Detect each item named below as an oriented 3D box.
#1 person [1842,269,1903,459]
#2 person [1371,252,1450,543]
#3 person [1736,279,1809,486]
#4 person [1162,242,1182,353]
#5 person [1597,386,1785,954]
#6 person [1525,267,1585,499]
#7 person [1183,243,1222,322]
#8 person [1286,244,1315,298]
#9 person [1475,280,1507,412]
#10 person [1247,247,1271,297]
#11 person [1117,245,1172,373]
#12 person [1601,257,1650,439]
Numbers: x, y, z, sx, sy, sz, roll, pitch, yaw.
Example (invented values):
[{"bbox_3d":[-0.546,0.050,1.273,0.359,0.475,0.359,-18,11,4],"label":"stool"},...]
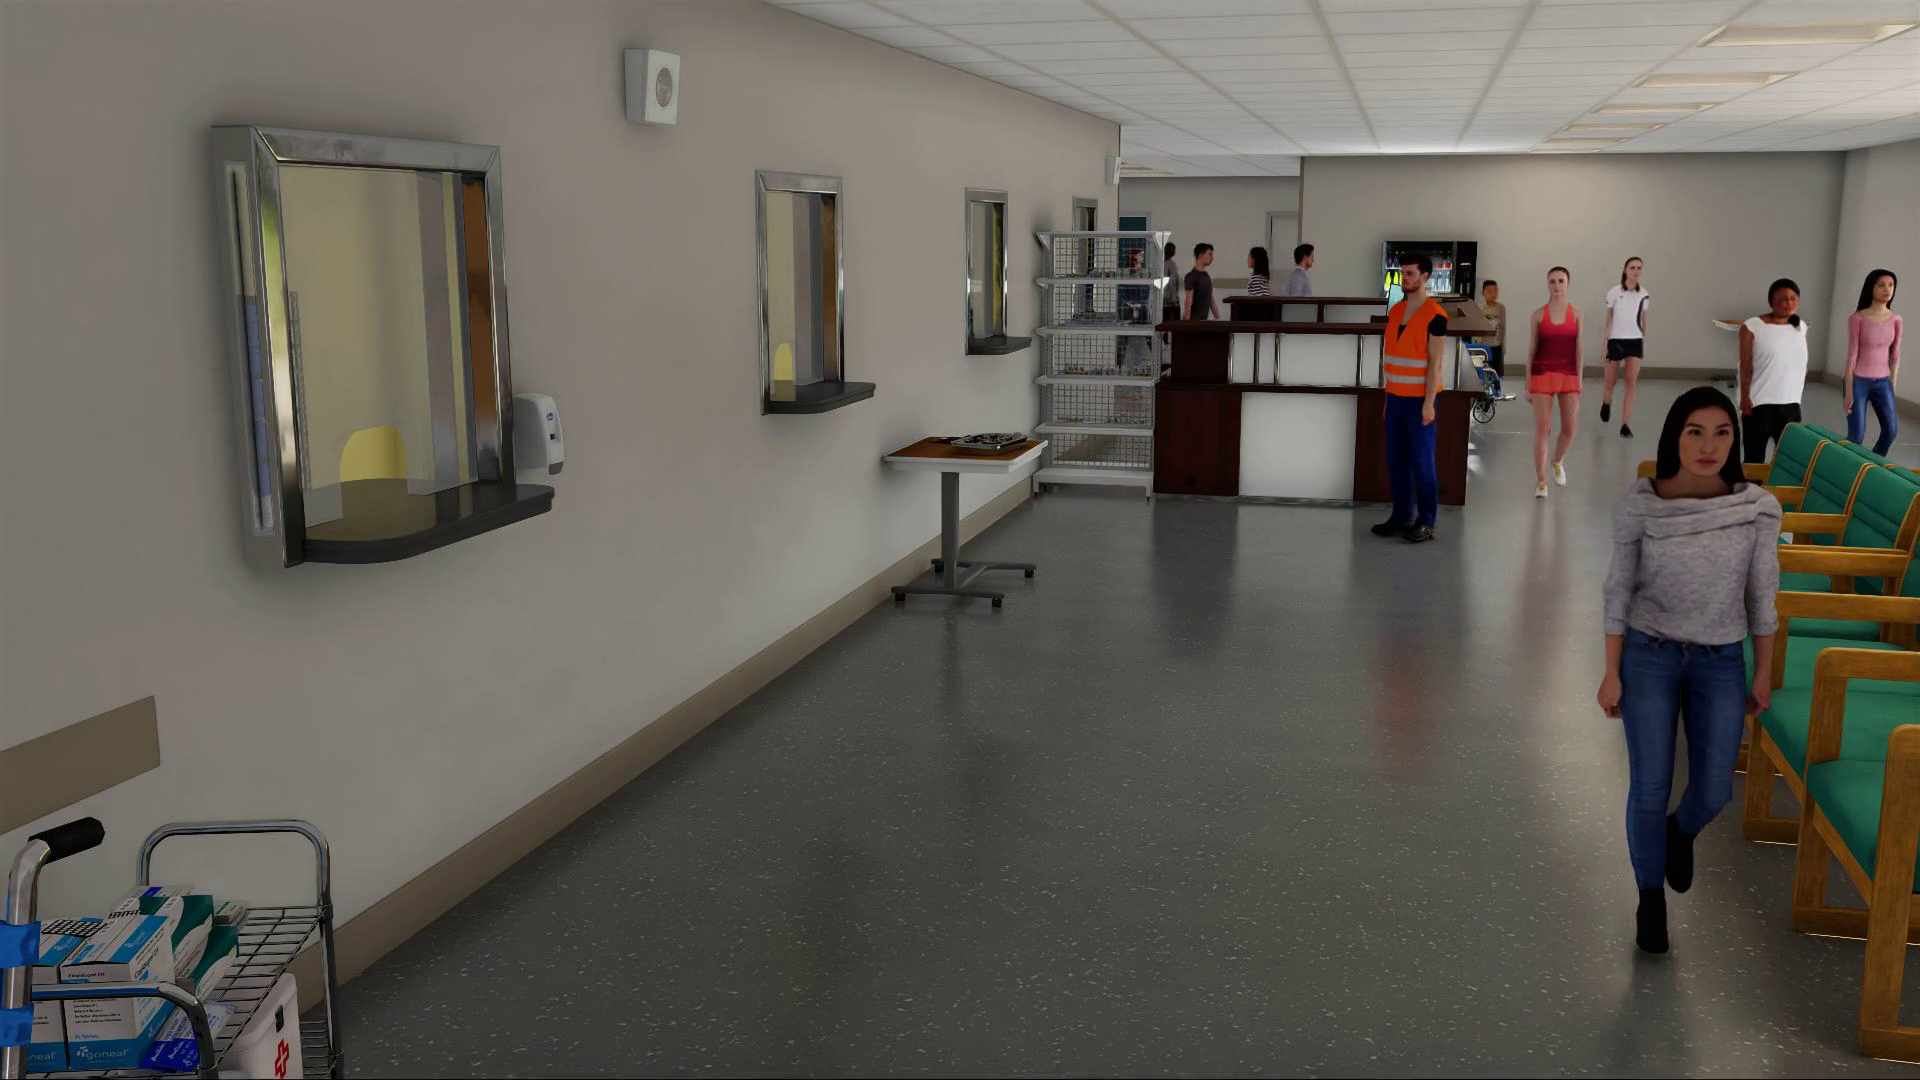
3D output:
[{"bbox_3d":[6.687,-1.133,12.331,0.576,1.734,0.688,1,11,3],"label":"person"},{"bbox_3d":[2.996,-0.943,10.940,0.829,1.878,0.781,-5,12,-25],"label":"person"},{"bbox_3d":[5.793,-1.019,11.926,0.935,1.660,0.867,0,11,0],"label":"person"},{"bbox_3d":[3.317,-3.943,27.063,0.907,1.762,0.845,-6,12,-29],"label":"person"},{"bbox_3d":[2.053,0.363,4.762,0.653,1.617,0.672,3,11,16],"label":"person"},{"bbox_3d":[4.529,-1.199,12.664,0.648,1.738,0.626,3,11,16],"label":"person"},{"bbox_3d":[2.613,-2.439,19.004,1.169,1.812,0.794,6,12,28],"label":"person"},{"bbox_3d":[3.613,-2.318,18.395,1.250,1.801,0.844,1,11,5],"label":"person"},{"bbox_3d":[5.789,-2.133,18.354,0.665,1.453,0.735,-3,11,-17],"label":"person"},{"bbox_3d":[3.563,-2.475,19.365,1.217,1.730,0.852,7,13,32],"label":"person"},{"bbox_3d":[2.329,-3.090,22.673,1.202,1.724,0.943,9,14,39],"label":"person"},{"bbox_3d":[6.451,-1.869,16.211,0.894,1.733,0.649,2,11,10],"label":"person"}]
